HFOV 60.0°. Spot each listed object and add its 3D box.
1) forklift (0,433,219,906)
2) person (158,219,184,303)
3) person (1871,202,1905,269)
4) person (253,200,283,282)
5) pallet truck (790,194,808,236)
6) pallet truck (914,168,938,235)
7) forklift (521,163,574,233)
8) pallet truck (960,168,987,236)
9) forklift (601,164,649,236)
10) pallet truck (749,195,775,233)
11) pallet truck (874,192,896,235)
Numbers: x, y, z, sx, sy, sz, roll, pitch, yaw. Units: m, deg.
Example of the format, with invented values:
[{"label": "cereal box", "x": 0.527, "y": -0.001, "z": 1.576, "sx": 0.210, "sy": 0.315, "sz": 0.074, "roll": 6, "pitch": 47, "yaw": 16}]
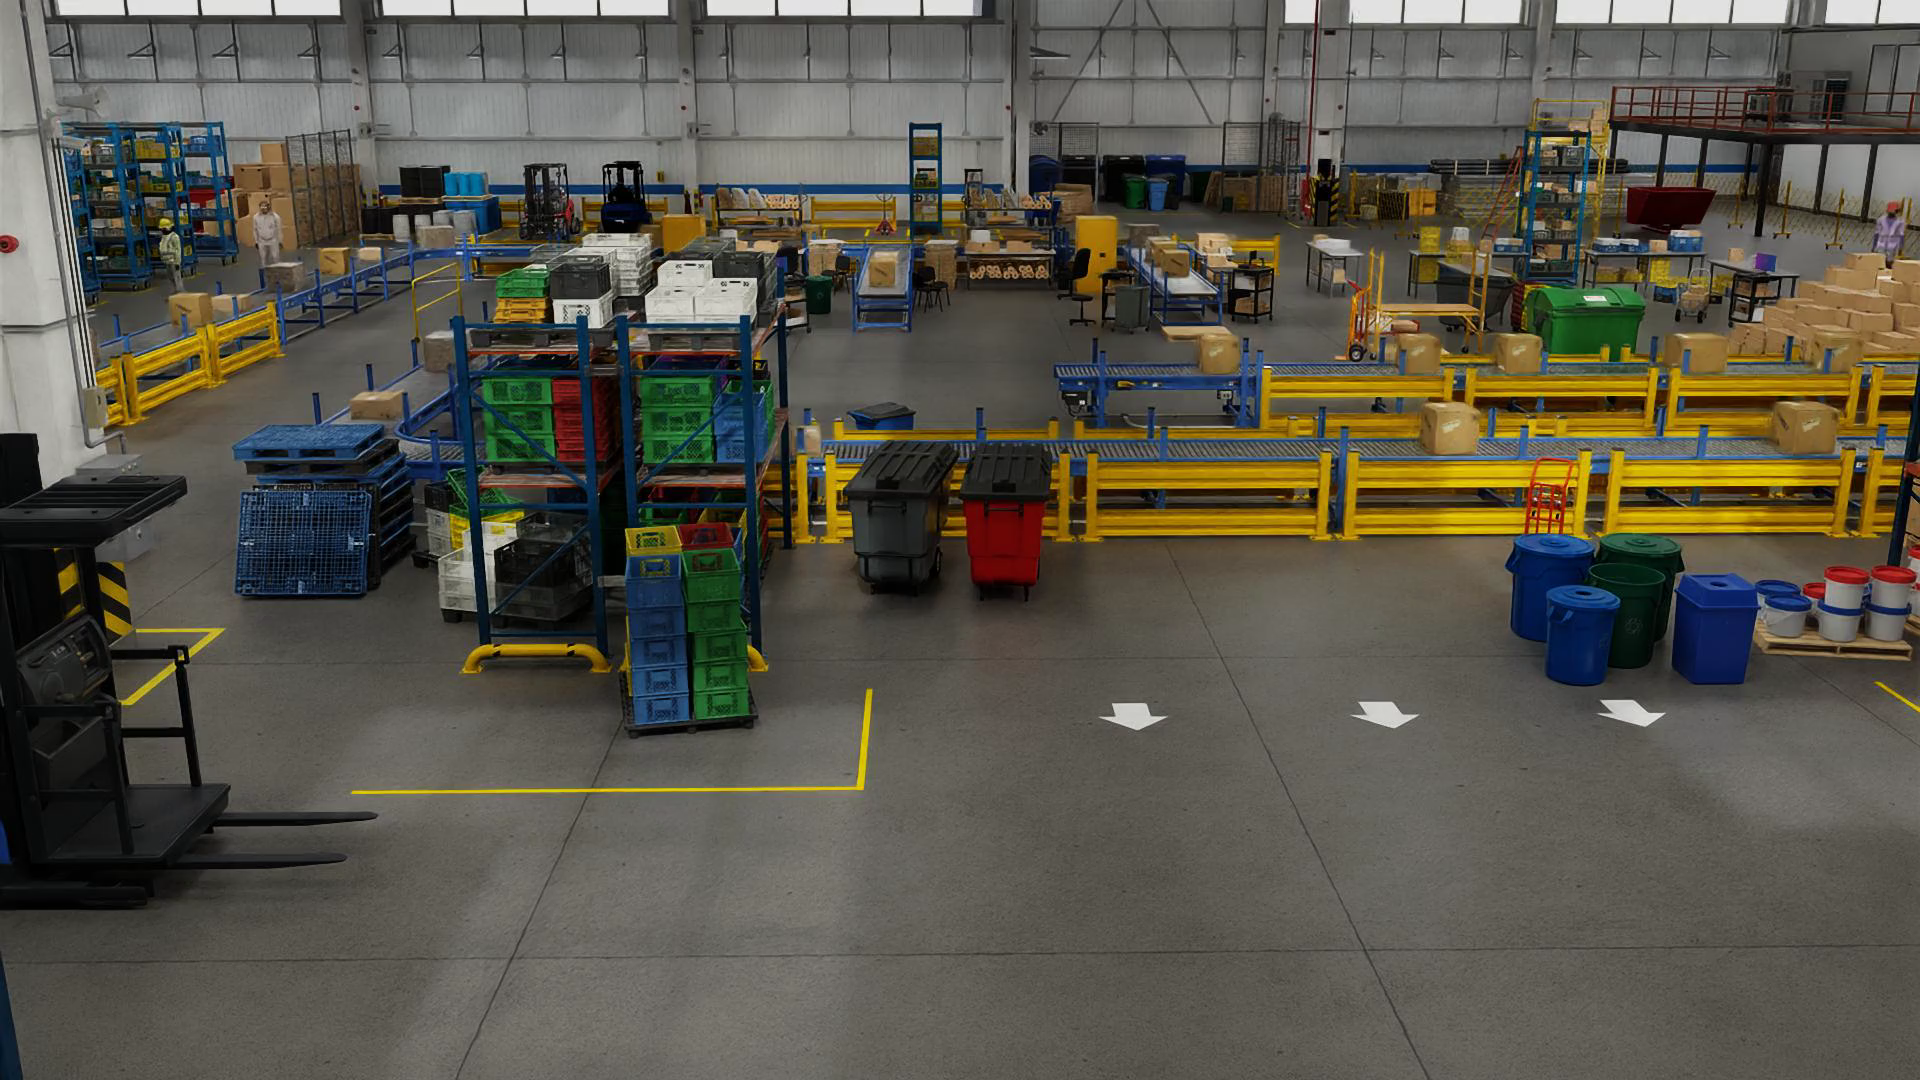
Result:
[{"label": "forklift", "x": -5.952, "y": 0.780, "z": 10.366, "sx": 1.873, "sy": 2.768, "sz": 1.129, "roll": 0, "pitch": 16, "yaw": -1}, {"label": "person", "x": -16.979, "y": -5.996, "z": 35.803, "sx": 0.589, "sy": 1.822, "sz": 0.403, "roll": 13, "pitch": 20, "yaw": 38}, {"label": "person", "x": 21.083, "y": -6.671, "z": 37.835, "sx": 0.636, "sy": 1.990, "sz": 1.049, "roll": 12, "pitch": 20, "yaw": 35}, {"label": "person", "x": -16.386, "y": -7.072, "z": 39.392, "sx": 0.638, "sy": 1.910, "sz": 0.407, "roll": -3, "pitch": 16, "yaw": -10}, {"label": "pallet truck", "x": -4.814, "y": -9.883, "z": 50.259, "sx": 0.704, "sy": 1.261, "sz": 1.522, "roll": -1, "pitch": 16, "yaw": -3}, {"label": "pallet truck", "x": -0.989, "y": -10.316, "z": 50.507, "sx": 0.823, "sy": 1.965, "sz": 1.885, "roll": 1, "pitch": 16, "yaw": 3}, {"label": "forklift", "x": -12.233, "y": -10.122, "z": 49.298, "sx": 1.157, "sy": 1.987, "sz": 2.680, "roll": 0, "pitch": 16, "yaw": -1}, {"label": "pallet truck", "x": 0.383, "y": -10.230, "z": 50.206, "sx": 0.823, "sy": 1.965, "sz": 1.885, "roll": -1, "pitch": 16, "yaw": -3}, {"label": "forklift", "x": -9.948, "y": -10.127, "z": 49.296, "sx": 1.157, "sy": 1.987, "sz": 2.680, "roll": -1, "pitch": 16, "yaw": -3}, {"label": "pallet truck", "x": -6.051, "y": -9.967, "z": 50.660, "sx": 0.680, "sy": 1.201, "sz": 1.601, "roll": 0, "pitch": 16, "yaw": -1}, {"label": "pallet truck", "x": -2.277, "y": -9.986, "z": 50.594, "sx": 0.653, "sy": 1.274, "sz": 1.630, "roll": 0, "pitch": 16, "yaw": -1}]
